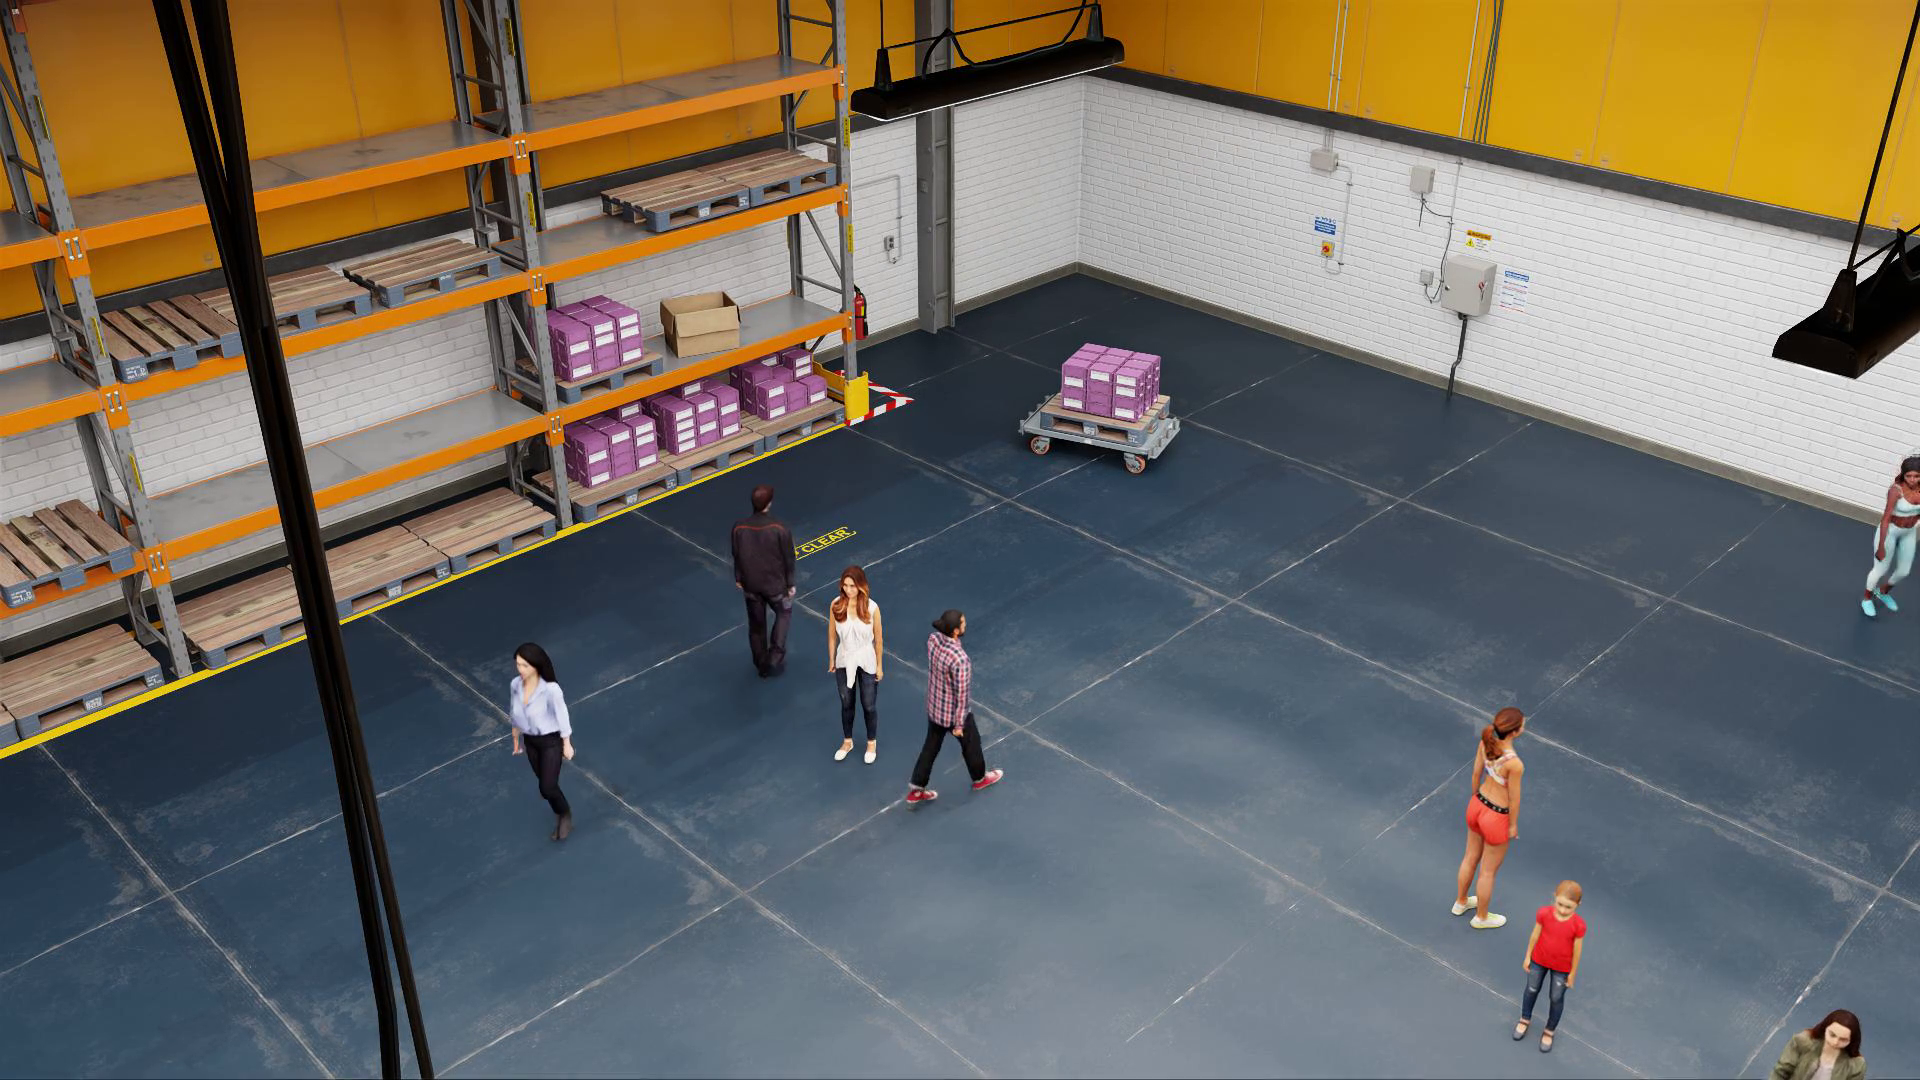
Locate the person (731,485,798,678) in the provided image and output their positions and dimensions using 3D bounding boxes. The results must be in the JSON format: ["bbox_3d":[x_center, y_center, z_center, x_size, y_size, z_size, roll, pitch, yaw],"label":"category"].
[{"bbox_3d":[-1.714,0.420,14.423,0.849,1.821,0.878,3,29,6],"label":"person"}]

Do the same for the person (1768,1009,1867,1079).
[{"bbox_3d":[4.945,3.239,9.663,0.616,1.429,1.004,24,37,36],"label":"person"}]

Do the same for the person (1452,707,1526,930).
[{"bbox_3d":[3.718,1.941,11.665,0.667,1.791,0.655,-12,31,-21],"label":"person"}]

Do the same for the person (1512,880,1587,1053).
[{"bbox_3d":[3.830,2.714,10.750,0.511,1.310,0.528,18,33,29],"label":"person"}]

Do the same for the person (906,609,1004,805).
[{"bbox_3d":[-0.149,1.317,12.875,1.094,1.729,0.737,-22,35,-34],"label":"person"}]

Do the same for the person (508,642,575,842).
[{"bbox_3d":[-3.075,1.500,12.534,0.749,1.733,0.722,13,31,23],"label":"person"}]

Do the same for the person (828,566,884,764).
[{"bbox_3d":[-0.825,0.995,13.407,0.683,1.784,0.702,6,29,10],"label":"person"}]

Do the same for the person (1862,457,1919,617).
[{"bbox_3d":[8.642,-0.030,15.381,0.769,1.693,0.847,-9,30,-16],"label":"person"}]
